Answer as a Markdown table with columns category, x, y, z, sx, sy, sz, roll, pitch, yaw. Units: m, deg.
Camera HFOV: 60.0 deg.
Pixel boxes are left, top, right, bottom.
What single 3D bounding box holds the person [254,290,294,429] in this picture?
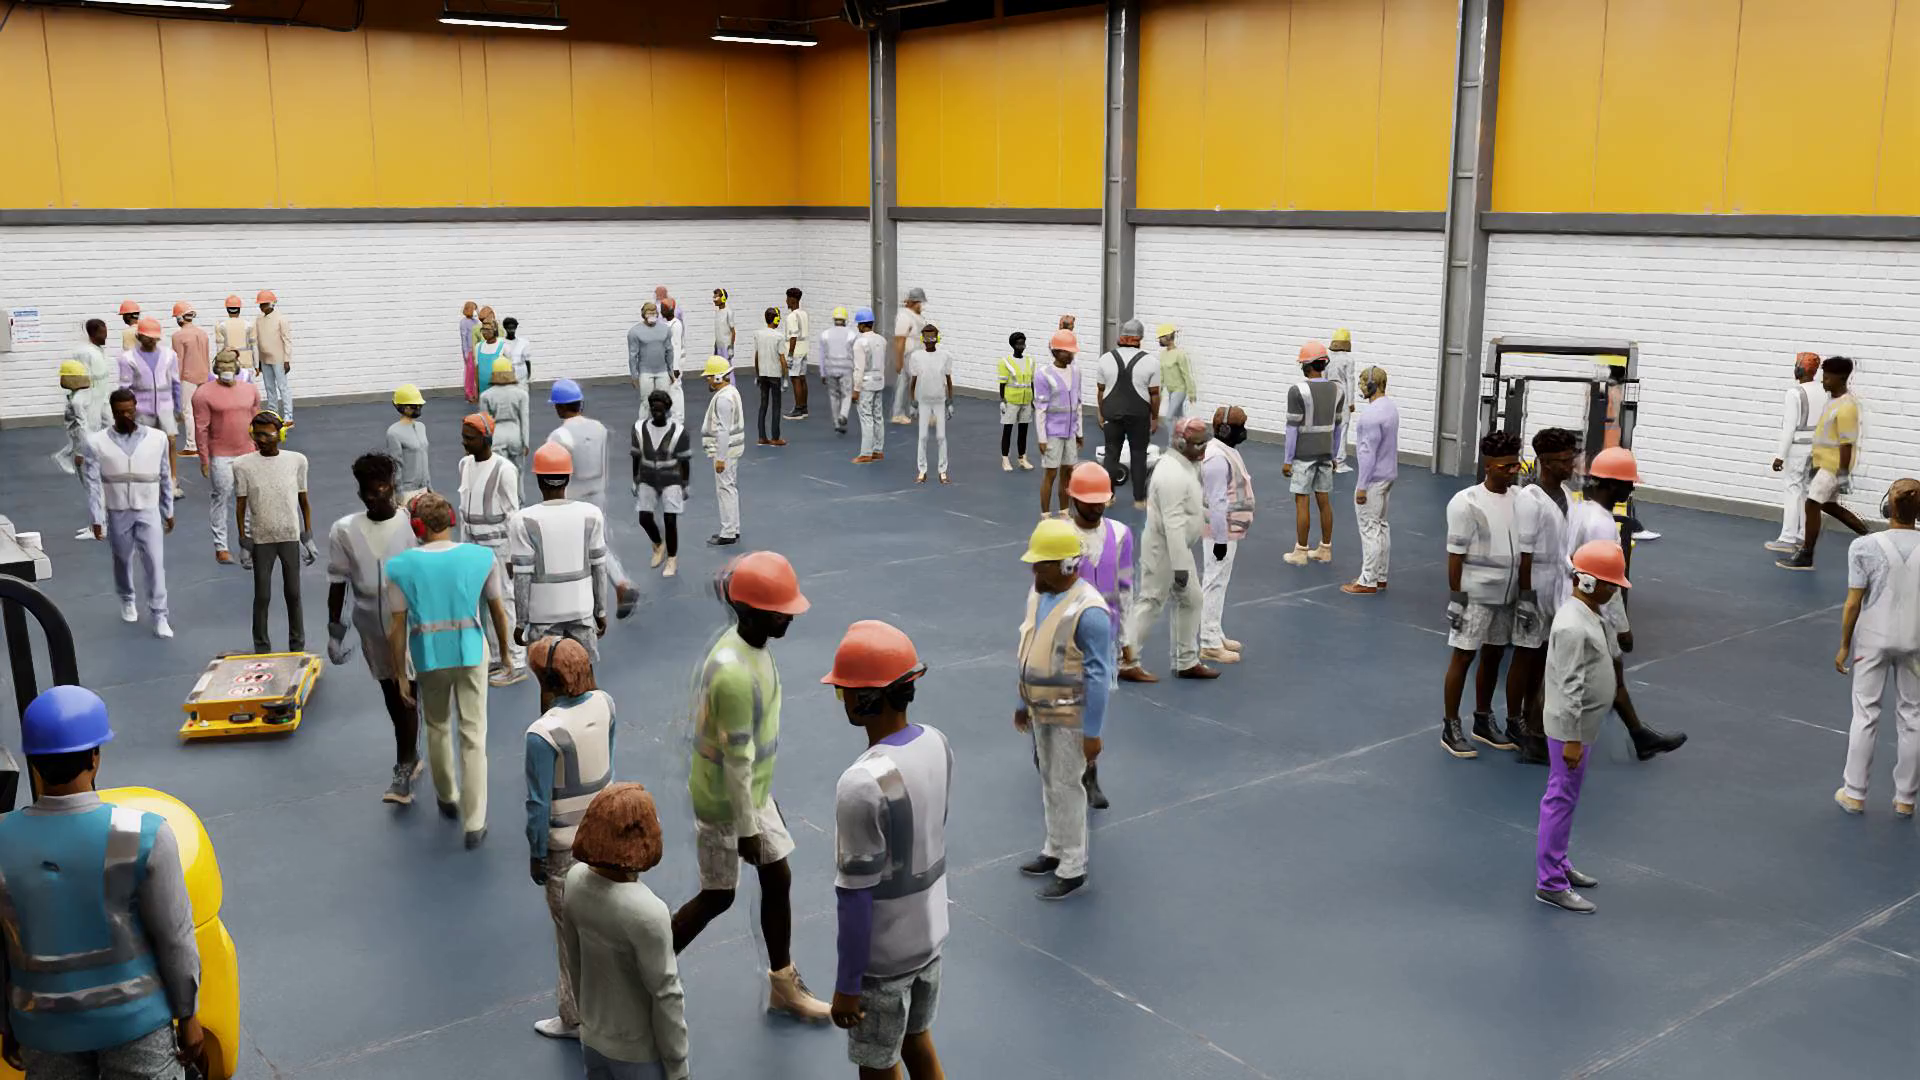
| category | x | y | z | sx | sy | sz | roll | pitch | yaw |
| --- | --- | --- | --- | --- | --- | --- | --- | --- | --- |
| person | -9.836 | -2.577 | 23.794 | 0.626 | 1.991 | 0.389 | 5 | 13 | 24 |

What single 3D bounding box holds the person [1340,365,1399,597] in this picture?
| category | x | y | z | sx | sy | sz | roll | pitch | yaw |
| --- | --- | --- | --- | --- | --- | --- | --- | --- | --- |
| person | 3.454 | -0.493 | 13.898 | 0.382 | 1.930 | 0.636 | 6 | 13 | 28 |

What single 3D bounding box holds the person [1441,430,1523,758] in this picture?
| category | x | y | z | sx | sy | sz | roll | pitch | yaw |
| --- | --- | --- | --- | --- | --- | --- | --- | --- | --- |
| person | 3.148 | 0.310 | 9.915 | 0.610 | 1.964 | 0.365 | -6 | 13 | -27 |

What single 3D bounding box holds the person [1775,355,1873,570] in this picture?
| category | x | y | z | sx | sy | sz | roll | pitch | yaw |
| --- | --- | --- | --- | --- | --- | --- | --- | --- | --- |
| person | 7.800 | -0.672 | 14.717 | 0.848 | 1.938 | 0.593 | 5 | 13 | 21 |

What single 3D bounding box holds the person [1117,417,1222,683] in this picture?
| category | x | y | z | sx | sy | sz | roll | pitch | yaw |
| --- | --- | --- | --- | --- | --- | --- | --- | --- | --- |
| person | 1.450 | 0.085 | 11.268 | 0.836 | 1.863 | 0.666 | 4 | 12 | 17 |

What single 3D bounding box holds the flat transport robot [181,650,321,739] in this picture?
| category | x | y | z | sx | sy | sz | roll | pitch | yaw |
| --- | --- | --- | --- | --- | --- | --- | --- | --- | --- |
| flat transport robot | -4.599 | 0.971 | 10.842 | 0.652 | 0.197 | 1.431 | -3 | 12 | -14 |

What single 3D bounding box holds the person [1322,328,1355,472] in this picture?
| category | x | y | z | sx | sy | sz | roll | pitch | yaw |
| --- | --- | --- | --- | --- | --- | --- | --- | --- | --- |
| person | 4.589 | -1.694 | 20.167 | 0.324 | 1.737 | 0.488 | -9 | 15 | -37 |

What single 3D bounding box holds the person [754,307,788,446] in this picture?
| category | x | y | z | sx | sy | sz | roll | pitch | yaw |
| --- | --- | --- | --- | --- | --- | --- | --- | --- | --- |
| person | -2.515 | -2.174 | 22.200 | 0.524 | 1.854 | 0.341 | 6 | 13 | 27 |

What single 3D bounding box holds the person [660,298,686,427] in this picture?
| category | x | y | z | sx | sy | sz | roll | pitch | yaw |
| --- | --- | --- | --- | --- | --- | --- | --- | --- | --- |
| person | -4.108 | -2.512 | 23.766 | 0.359 | 1.880 | 0.575 | -5 | 13 | -23 |

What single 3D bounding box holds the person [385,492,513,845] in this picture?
| category | x | y | z | sx | sy | sz | roll | pitch | yaw |
| --- | --- | --- | --- | --- | --- | --- | --- | --- | --- |
| person | -2.661 | 0.635 | 8.734 | 0.607 | 1.799 | 0.872 | -3 | 12 | -15 |

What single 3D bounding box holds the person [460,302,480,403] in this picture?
| category | x | y | z | sx | sy | sz | roll | pitch | yaw |
| --- | --- | --- | --- | --- | --- | --- | --- | --- | --- |
| person | -7.891 | -3.037 | 26.934 | 0.393 | 1.620 | 0.506 | 2 | 12 | 12 |

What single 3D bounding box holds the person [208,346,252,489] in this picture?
| category | x | y | z | sx | sy | sz | roll | pitch | yaw |
| --- | --- | --- | --- | --- | --- | --- | --- | --- | --- |
| person | -8.295 | -1.395 | 18.979 | 0.318 | 1.631 | 0.514 | 9 | 15 | 37 |

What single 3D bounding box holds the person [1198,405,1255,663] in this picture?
| category | x | y | z | sx | sy | sz | roll | pitch | yaw |
| --- | --- | --- | --- | --- | --- | --- | --- | --- | --- |
| person | 1.903 | -0.055 | 11.985 | 0.429 | 1.841 | 0.634 | 3 | 12 | 12 |

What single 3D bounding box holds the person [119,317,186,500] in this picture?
| category | x | y | z | sx | sy | sz | roll | pitch | yaw |
| --- | --- | --- | --- | --- | --- | --- | --- | --- | --- |
| person | -8.795 | -1.414 | 18.163 | 0.649 | 1.994 | 0.967 | -9 | 15 | -36 |

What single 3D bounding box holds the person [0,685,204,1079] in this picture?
| category | x | y | z | sx | sy | sz | roll | pitch | yaw |
| --- | --- | --- | --- | --- | --- | --- | --- | --- | --- |
| person | -2.510 | 1.372 | 4.838 | 0.602 | 1.947 | 0.391 | -1 | 12 | -7 |

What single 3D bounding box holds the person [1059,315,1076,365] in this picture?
| category | x | y | z | sx | sy | sz | roll | pitch | yaw |
| --- | --- | --- | --- | --- | --- | --- | --- | --- | --- |
| person | 1.500 | -2.392 | 23.767 | 0.310 | 1.636 | 0.522 | 1 | 12 | 3 |

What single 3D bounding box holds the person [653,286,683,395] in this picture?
| category | x | y | z | sx | sy | sz | roll | pitch | yaw |
| --- | --- | --- | --- | --- | --- | --- | --- | --- | --- |
| person | -4.818 | -3.177 | 27.015 | 0.668 | 1.857 | 0.984 | -4 | 12 | -19 |

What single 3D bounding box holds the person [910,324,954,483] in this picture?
| category | x | y | z | sx | sy | sz | roll | pitch | yaw |
| --- | --- | --- | --- | --- | --- | --- | --- | --- | --- |
| person | -0.326 | -1.582 | 19.322 | 0.510 | 1.861 | 0.324 | 0 | 12 | -1 |

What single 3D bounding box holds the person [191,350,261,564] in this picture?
| category | x | y | z | sx | sy | sz | roll | pitch | yaw |
| --- | --- | --- | --- | --- | --- | --- | --- | --- | --- |
| person | -6.638 | -0.763 | 15.172 | 0.362 | 1.936 | 0.631 | 10 | 15 | 40 |

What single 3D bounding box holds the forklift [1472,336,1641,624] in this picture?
| category | x | y | z | sx | sy | sz | roll | pitch | yaw |
| --- | --- | --- | --- | --- | --- | --- | --- | --- | --- |
| forklift | 4.683 | -0.471 | 13.136 | 1.214 | 2.155 | 2.313 | 4 | 12 | 20 |

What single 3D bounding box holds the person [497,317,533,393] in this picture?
| category | x | y | z | sx | sy | sz | roll | pitch | yaw |
| --- | --- | --- | --- | --- | --- | --- | --- | --- | --- |
| person | -6.222 | -2.273 | 23.099 | 0.537 | 1.678 | 0.425 | -5 | 13 | -23 |

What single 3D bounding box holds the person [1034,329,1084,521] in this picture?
| category | x | y | z | sx | sy | sz | roll | pitch | yaw |
| --- | --- | --- | --- | --- | --- | --- | --- | --- | --- |
| person | 1.003 | -1.060 | 16.390 | 0.611 | 2.032 | 0.410 | -11 | 16 | -42 |

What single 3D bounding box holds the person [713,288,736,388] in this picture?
| category | x | y | z | sx | sy | sz | roll | pitch | yaw |
| --- | --- | --- | --- | --- | --- | --- | --- | --- | --- |
| person | -3.752 | -3.054 | 26.411 | 0.313 | 1.864 | 0.528 | -9 | 15 | -37 |

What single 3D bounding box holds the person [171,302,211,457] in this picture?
| category | x | y | z | sx | sy | sz | roll | pitch | yaw |
| --- | --- | --- | --- | --- | --- | --- | --- | --- | --- |
| person | -9.863 | -2.059 | 21.331 | 0.409 | 1.982 | 0.626 | 3 | 12 | 14 |

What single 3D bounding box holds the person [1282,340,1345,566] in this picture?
| category | x | y | z | sx | sy | sz | roll | pitch | yaw |
| --- | --- | --- | --- | --- | --- | --- | --- | --- | --- |
| person | 3.170 | -0.779 | 15.036 | 0.601 | 2.035 | 0.417 | -6 | 13 | -28 |

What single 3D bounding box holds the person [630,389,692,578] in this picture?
| category | x | y | z | sx | sy | sz | roll | pitch | yaw |
| --- | --- | --- | --- | --- | --- | --- | --- | --- | --- |
| person | -2.598 | -0.496 | 14.500 | 0.543 | 1.672 | 0.432 | 1 | 12 | 5 |

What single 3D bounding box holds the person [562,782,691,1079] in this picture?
| category | x | y | z | sx | sy | sz | roll | pitch | yaw |
| --- | --- | --- | --- | --- | --- | --- | --- | --- | --- |
| person | -0.980 | 1.505 | 4.957 | 0.499 | 1.633 | 0.286 | 11 | 16 | 42 |

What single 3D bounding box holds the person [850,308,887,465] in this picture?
| category | x | y | z | sx | sy | sz | roll | pitch | yaw |
| --- | --- | --- | --- | --- | --- | --- | --- | --- | --- |
| person | -1.143 | -1.907 | 20.673 | 0.387 | 1.947 | 0.604 | 6 | 13 | 28 |

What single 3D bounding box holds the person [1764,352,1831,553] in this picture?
| category | x | y | z | sx | sy | sz | roll | pitch | yaw |
| --- | --- | --- | --- | --- | --- | --- | --- | --- | --- |
| person | 7.862 | -0.819 | 15.575 | 0.573 | 1.883 | 0.355 | -6 | 13 | -26 |

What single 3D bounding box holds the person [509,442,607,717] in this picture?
| category | x | y | z | sx | sy | sz | roll | pitch | yaw |
| --- | --- | --- | --- | --- | --- | --- | --- | --- | --- |
| person | -2.304 | 0.400 | 9.555 | 0.552 | 1.935 | 0.365 | -7 | 14 | -31 |

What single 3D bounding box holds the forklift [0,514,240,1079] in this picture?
| category | x | y | z | sx | sy | sz | roll | pitch | yaw |
| --- | --- | --- | --- | --- | --- | --- | --- | --- | --- |
| forklift | -3.687 | 1.115 | 5.480 | 2.313 | 2.155 | 1.214 | -9 | 15 | -36 |
